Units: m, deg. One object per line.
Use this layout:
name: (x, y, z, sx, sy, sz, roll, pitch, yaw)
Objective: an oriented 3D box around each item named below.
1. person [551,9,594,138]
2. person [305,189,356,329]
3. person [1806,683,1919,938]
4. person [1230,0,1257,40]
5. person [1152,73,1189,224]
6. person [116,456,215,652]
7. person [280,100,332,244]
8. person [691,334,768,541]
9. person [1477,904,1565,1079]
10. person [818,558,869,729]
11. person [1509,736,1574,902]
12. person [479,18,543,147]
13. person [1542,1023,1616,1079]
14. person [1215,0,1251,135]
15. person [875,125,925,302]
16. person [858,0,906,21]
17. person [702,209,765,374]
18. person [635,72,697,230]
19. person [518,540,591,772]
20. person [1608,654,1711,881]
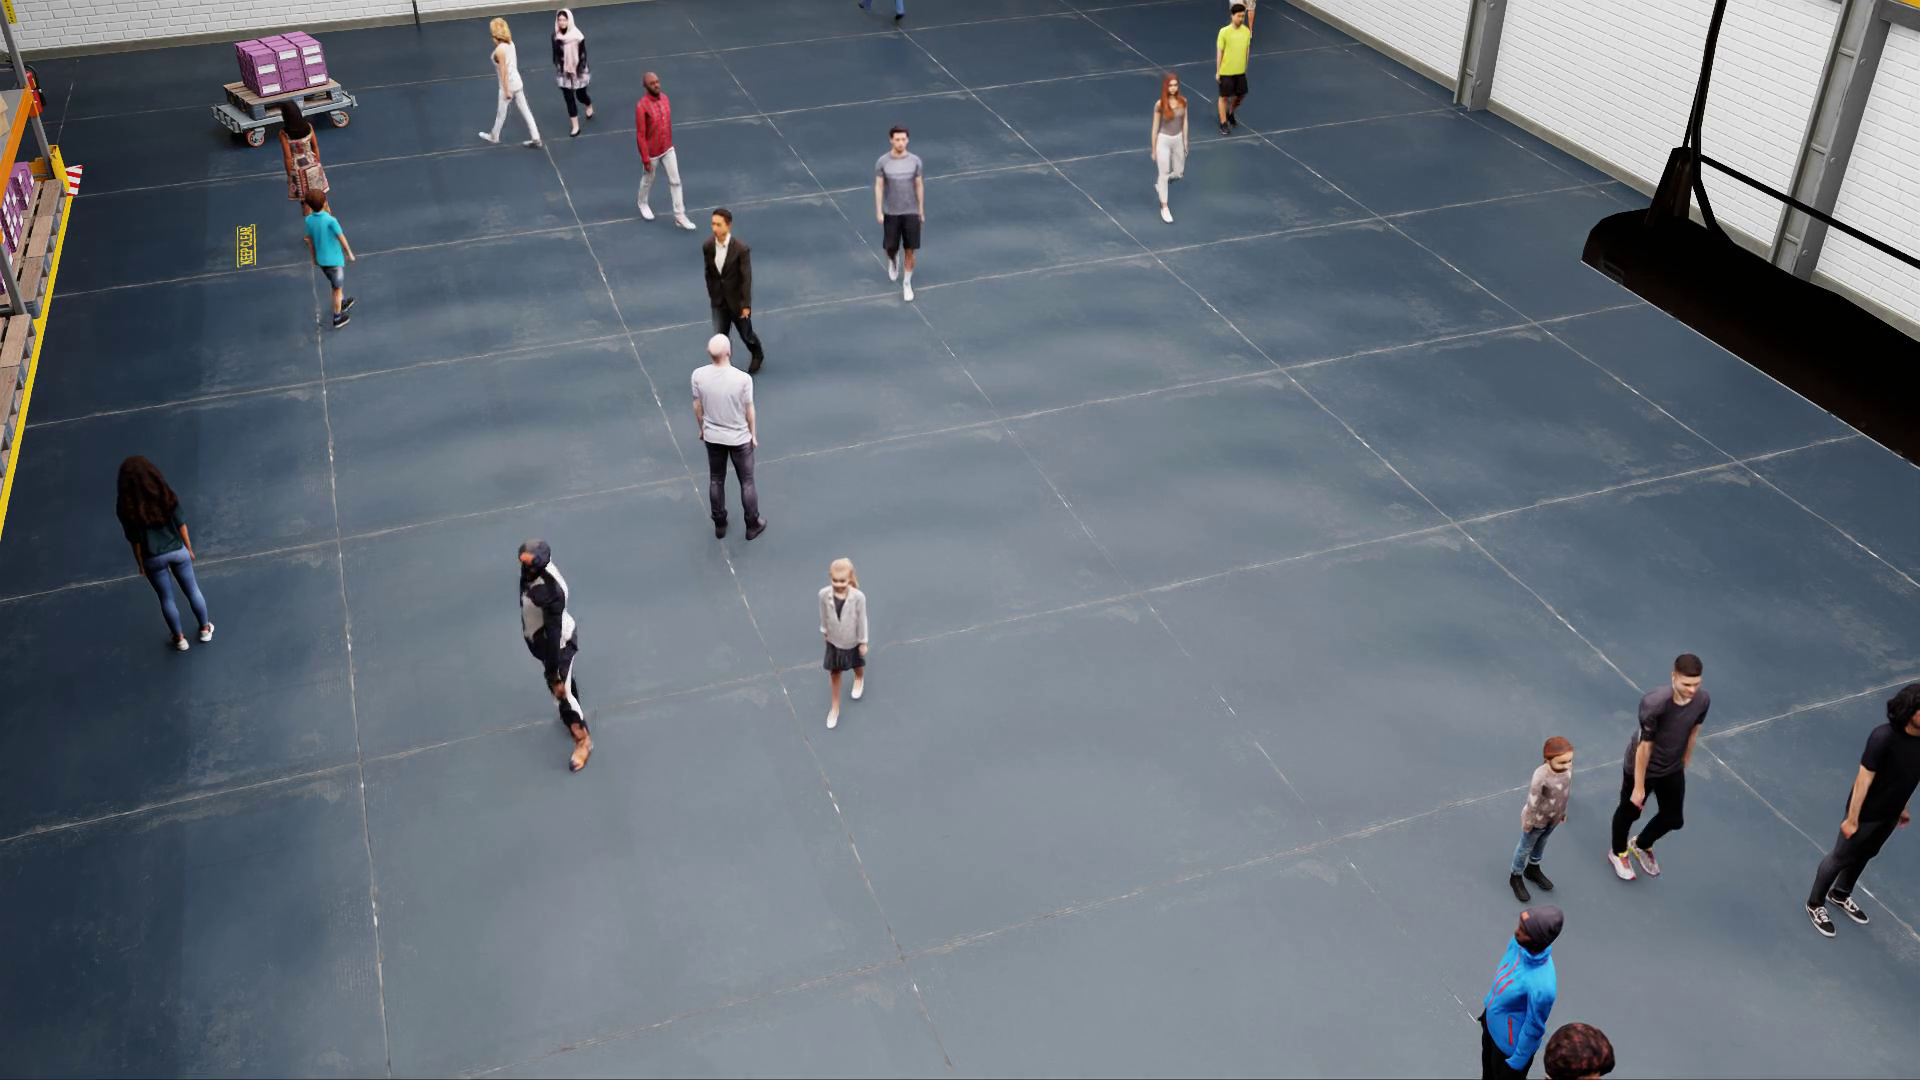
person: (-5.044, -6.129, 21.722, 0.862, 1.622, 0.993, 5, 34, 7)
person: (-6.470, -2.854, 16.969, 0.779, 1.428, 0.871, 11, 35, 16)
person: (5.483, 1.570, 9.944, 0.633, 1.837, 0.510, -12, 35, -17)
person: (4.314, -8.504, 25.076, 0.648, 1.864, 0.568, -13, 36, -19)
person: (2.410, -4.596, 19.333, 0.616, 1.712, 0.820, -10, 35, -15)
person: (-5.916, 0.098, 12.358, 0.652, 1.616, 0.658, -20, 38, -27)
person: (-7.377, -4.144, 18.734, 0.725, 1.623, 0.725, 23, 40, 30)
person: (-1.901, -0.836, 13.570, 0.750, 1.831, 0.764, 6, 34, 9)
person: (2.844, 2.529, 8.540, 0.729, 1.794, 0.583, -2, 34, -3)
person: (-0.799, 0.656, 11.841, 0.732, 1.260, 0.863, 6, 34, 9)
person: (3.621, 1.697, 10.334, 0.499, 1.194, 0.495, -16, 37, -23)
person: (-5.655, -5.787, 21.200, 1.040, 1.629, 1.081, 7, 34, 10)
person: (2.776, 2.941, 7.925, 0.590, 1.788, 0.572, -17, 37, -24)
person: (3.508, -6.174, 21.722, 0.653, 1.696, 0.679, -9, 35, -13)
person: (-0.612, -3.494, 17.544, 0.786, 1.858, 0.918, -3, 34, -4)
person: (-1.147, -8.904, 25.810, 0.940, 1.717, 1.315, -24, 41, -32)
person: (-2.132, -2.310, 15.836, 1.093, 1.778, 1.223, 10, 35, 14)
person: (-3.550, -4.498, 19.126, 1.021, 1.779, 1.297, -28, 43, -35)
person: (-2.747, 0.663, 11.283, 0.936, 1.865, 0.574, -8, 34, -12)
person: (4.269, 1.361, 10.340, 0.675, 1.747, 0.651, -7, 34, -11)
